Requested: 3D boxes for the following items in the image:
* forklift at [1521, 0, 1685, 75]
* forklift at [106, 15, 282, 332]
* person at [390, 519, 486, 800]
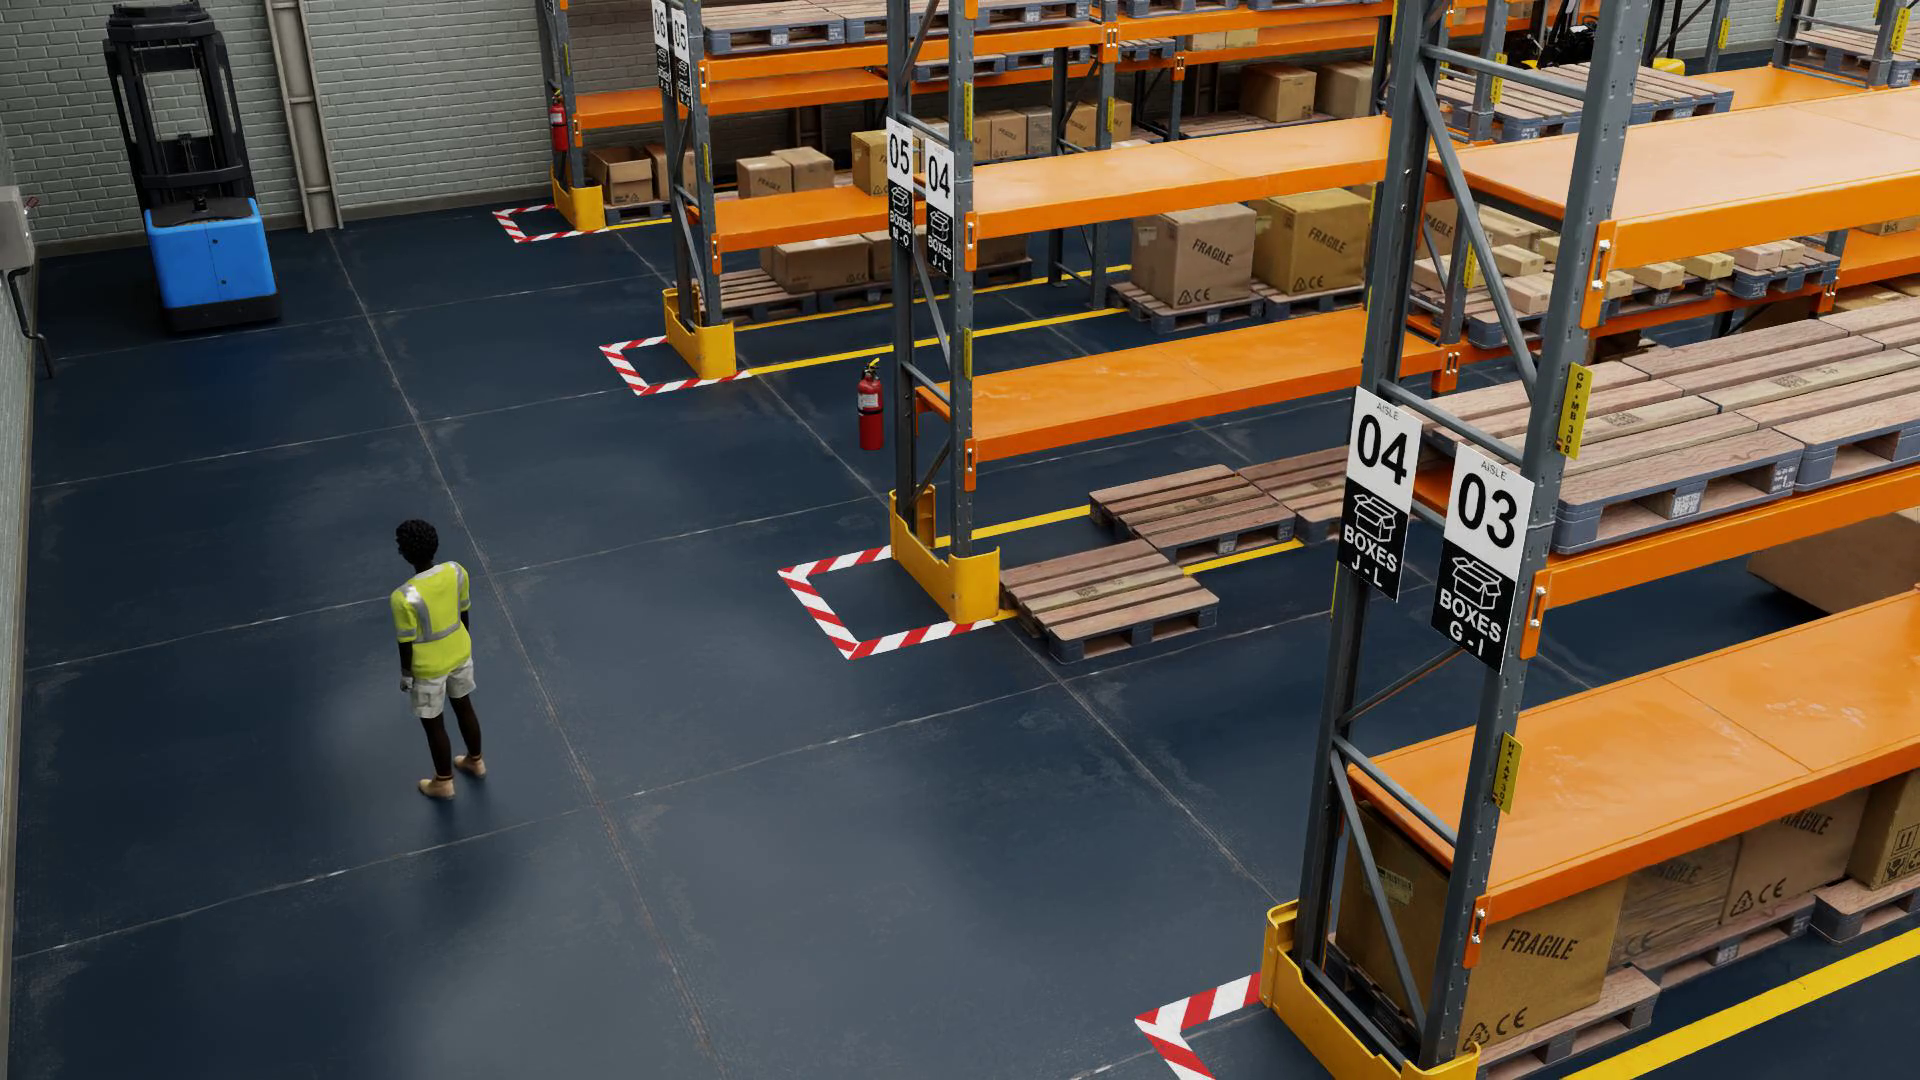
[{"bbox_3d":[8.950,-6.807,23.056,1.214,2.155,2.313,-12,30,-22],"label":"forklift"},{"bbox_3d":[-7.548,-3.672,16.323,1.129,2.768,1.873,-12,30,-22],"label":"forklift"},{"bbox_3d":[-2.914,0.662,9.294,0.321,1.686,0.537,13,30,24],"label":"person"}]
